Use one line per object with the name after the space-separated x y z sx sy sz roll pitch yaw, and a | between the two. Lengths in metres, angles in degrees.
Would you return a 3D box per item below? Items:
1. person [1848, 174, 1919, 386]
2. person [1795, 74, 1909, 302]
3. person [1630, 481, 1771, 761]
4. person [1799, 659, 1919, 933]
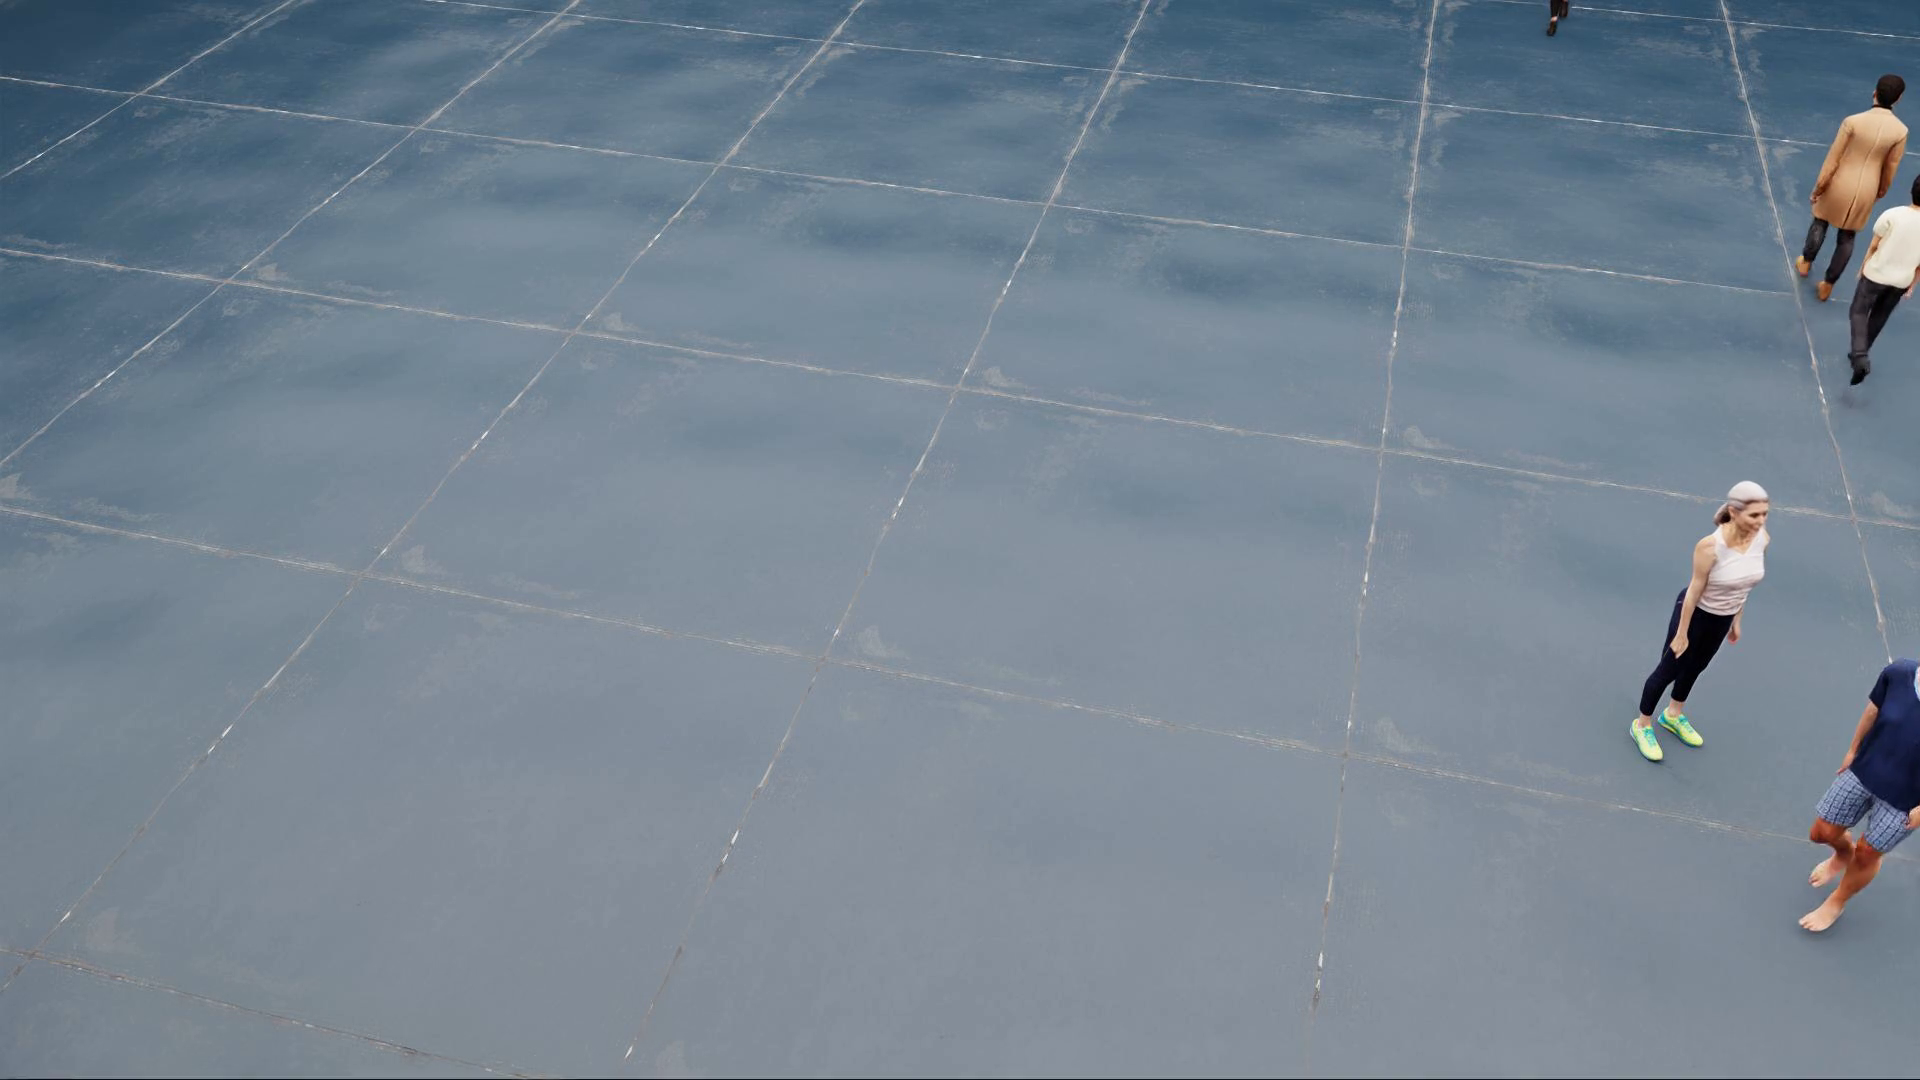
6.456 -1.791 11.572 0.603 1.569 0.891 9 39 11 | person
6.708 -2.610 12.509 0.729 1.704 0.848 12 40 15 | person
3.870 0.402 8.660 0.680 1.703 0.717 -15 40 -18 | person
4.350 1.085 7.679 0.870 1.836 0.806 -22 43 -25 | person
